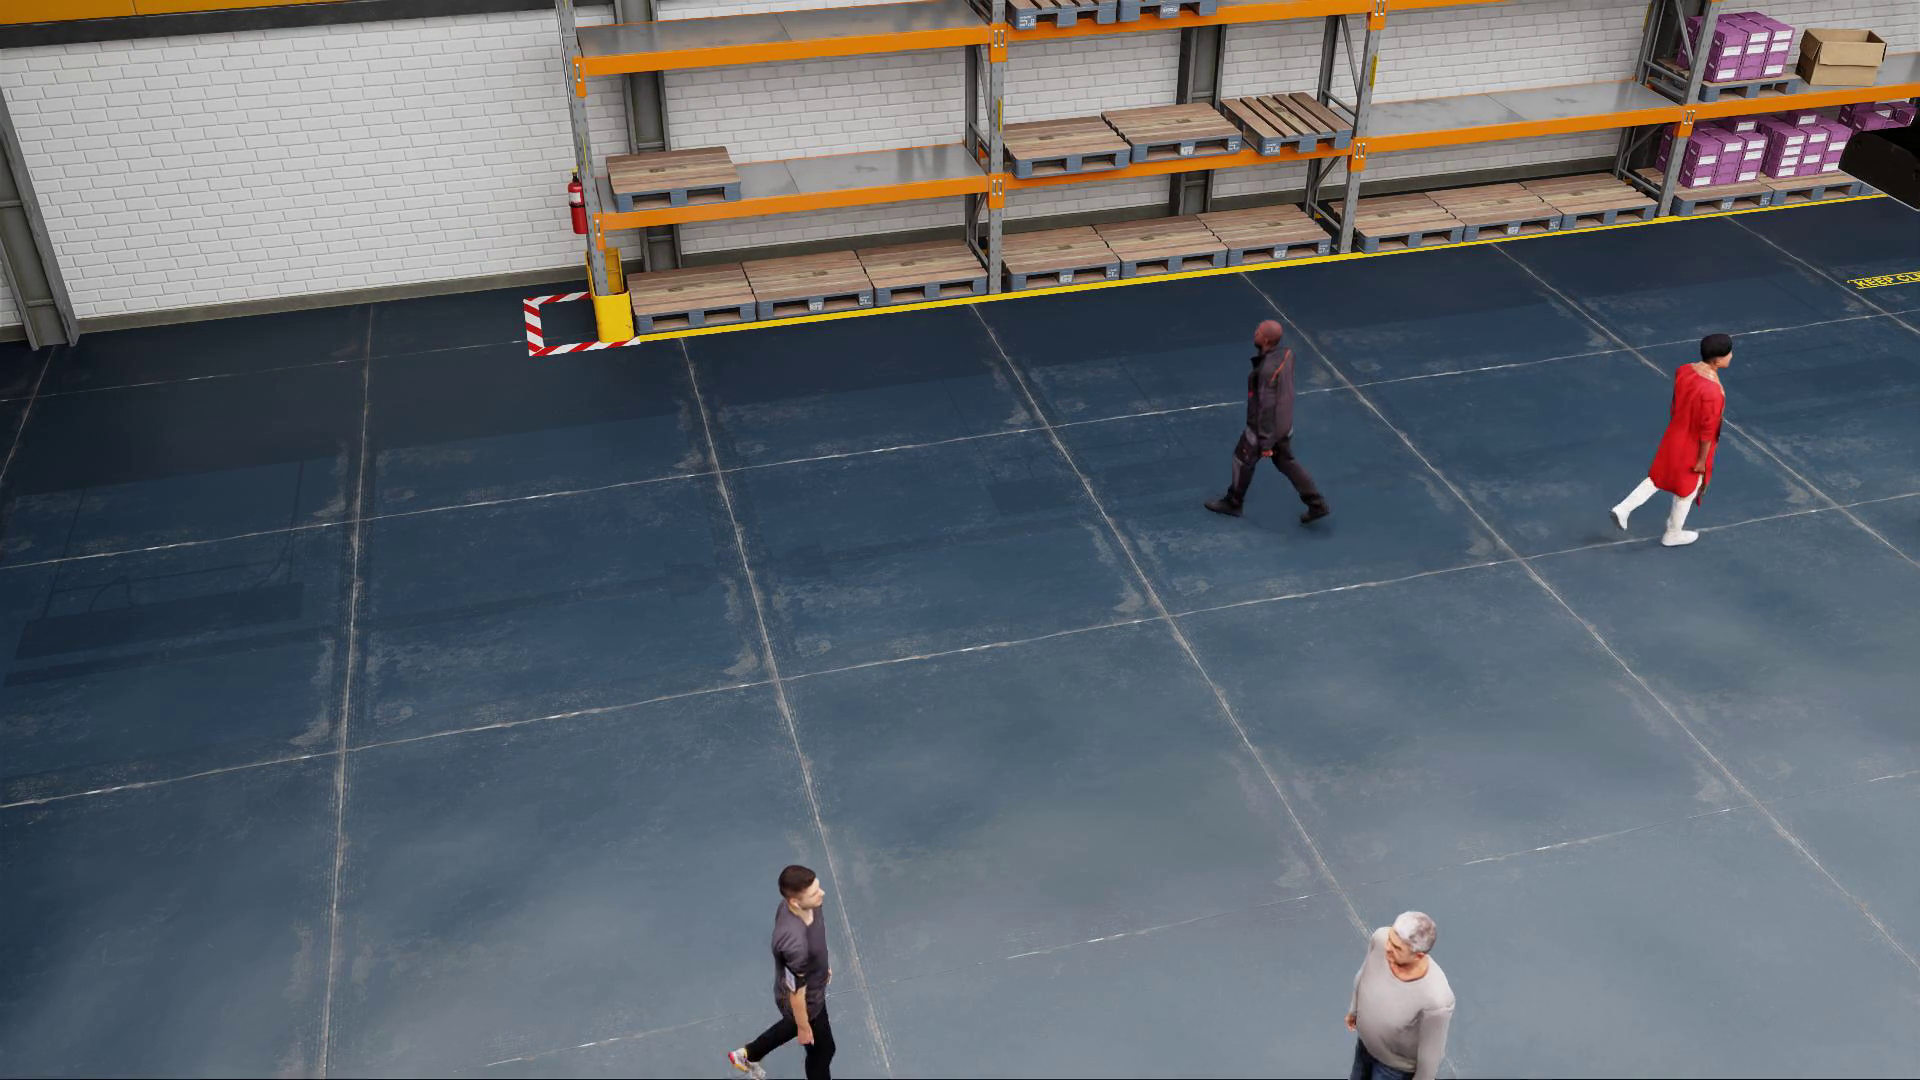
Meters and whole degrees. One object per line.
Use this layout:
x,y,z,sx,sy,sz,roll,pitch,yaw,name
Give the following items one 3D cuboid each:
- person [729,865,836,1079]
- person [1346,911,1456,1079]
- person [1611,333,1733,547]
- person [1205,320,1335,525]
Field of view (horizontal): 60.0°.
-0.870,2.301,8.483,1.031,1.750,0.803,1,34,1,person
2.176,2.457,8.124,1.047,1.886,0.755,-11,35,-16,person
5.595,-0.761,12.982,0.949,1.869,0.693,-7,34,-11,person
2.568,-0.878,13.231,1.326,1.788,1.248,18,37,24,person
